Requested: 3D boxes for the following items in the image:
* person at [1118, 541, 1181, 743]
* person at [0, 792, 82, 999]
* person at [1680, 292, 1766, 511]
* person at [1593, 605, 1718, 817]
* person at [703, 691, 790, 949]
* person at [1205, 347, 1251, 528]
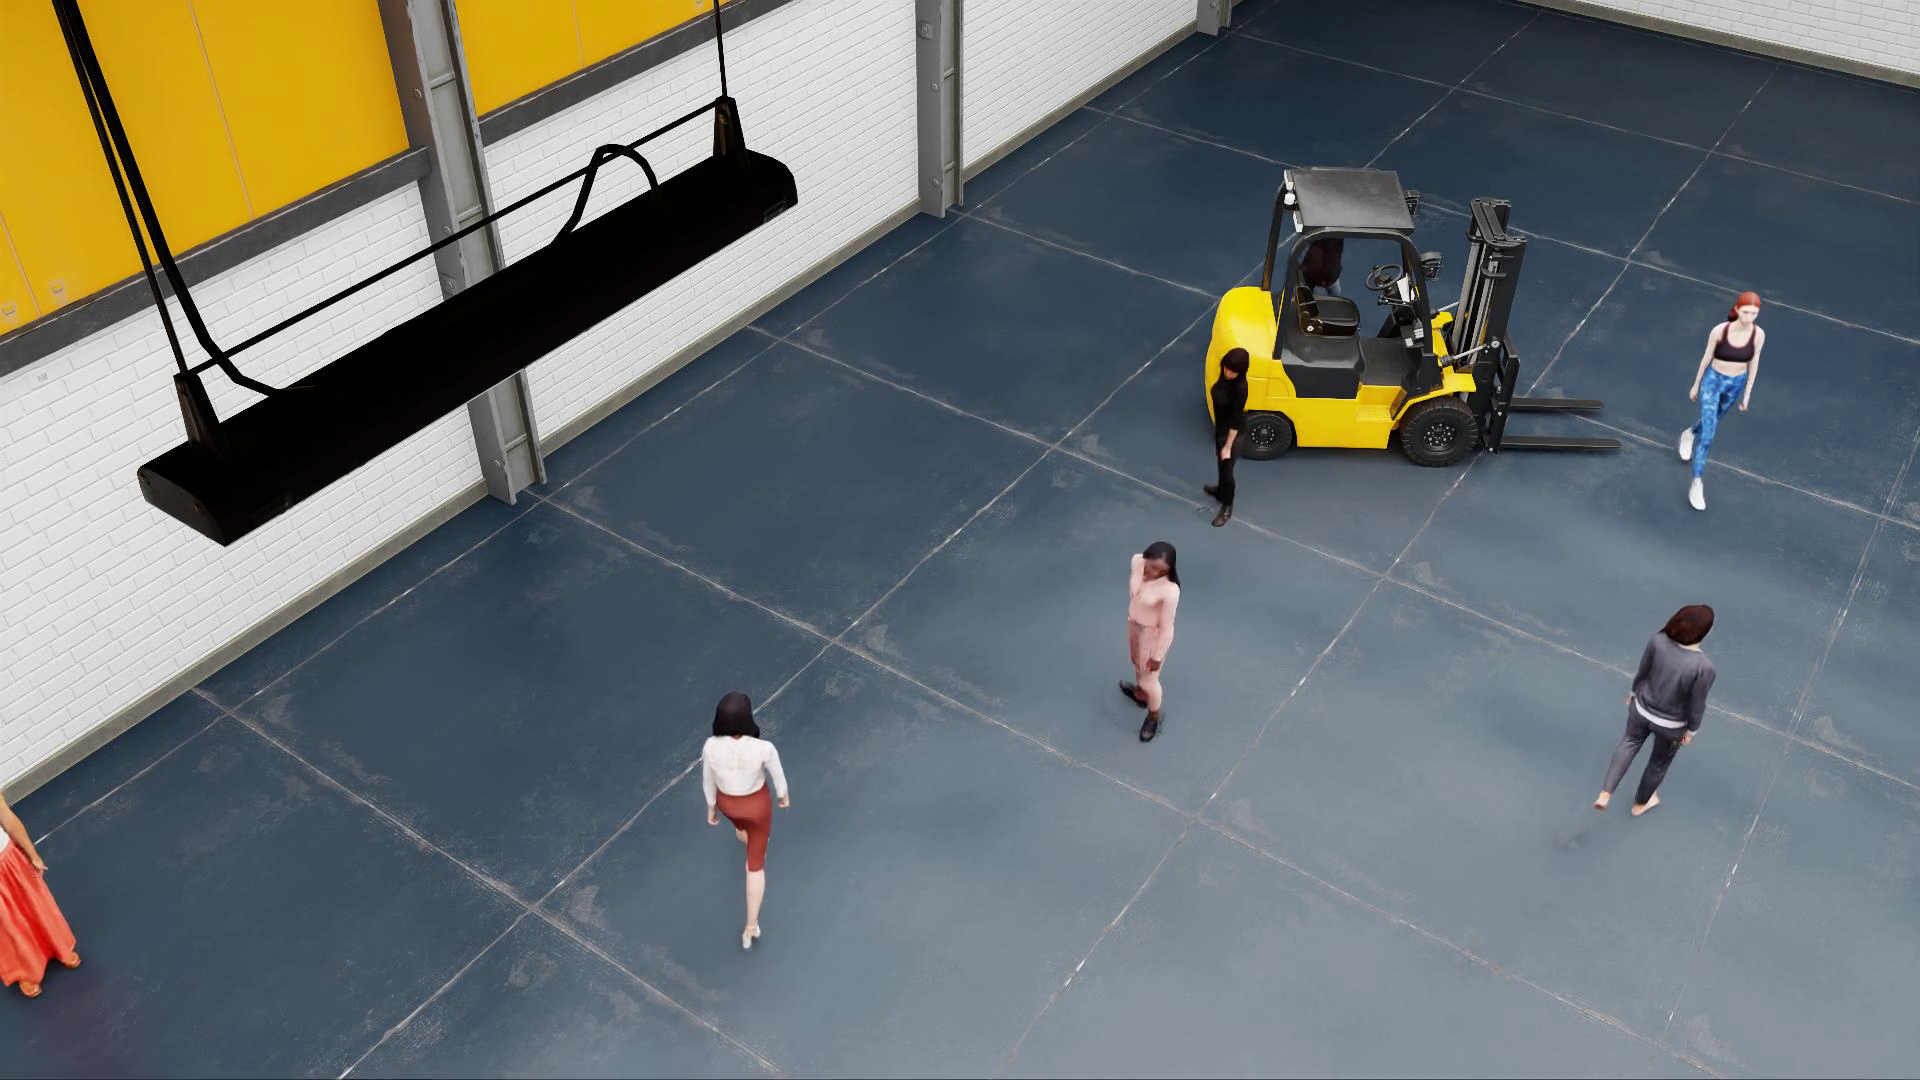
[{"bbox_3d":[1.252,0.581,11.021,0.784,1.699,0.851,-10,40,-12],"label":"person"},{"bbox_3d":[-5.422,1.858,9.343,0.690,1.800,0.532,23,44,26],"label":"person"},{"bbox_3d":[6.023,-1.203,13.218,0.947,1.746,1.245,5,39,6],"label":"person"},{"bbox_3d":[4.304,1.112,10.311,0.873,1.756,0.729,-29,47,-32],"label":"person"},{"bbox_3d":[-1.255,1.653,9.686,0.990,1.692,1.202,3,39,4],"label":"person"},{"bbox_3d":[2.097,-0.888,12.924,0.798,1.621,0.754,1,39,1],"label":"person"}]
